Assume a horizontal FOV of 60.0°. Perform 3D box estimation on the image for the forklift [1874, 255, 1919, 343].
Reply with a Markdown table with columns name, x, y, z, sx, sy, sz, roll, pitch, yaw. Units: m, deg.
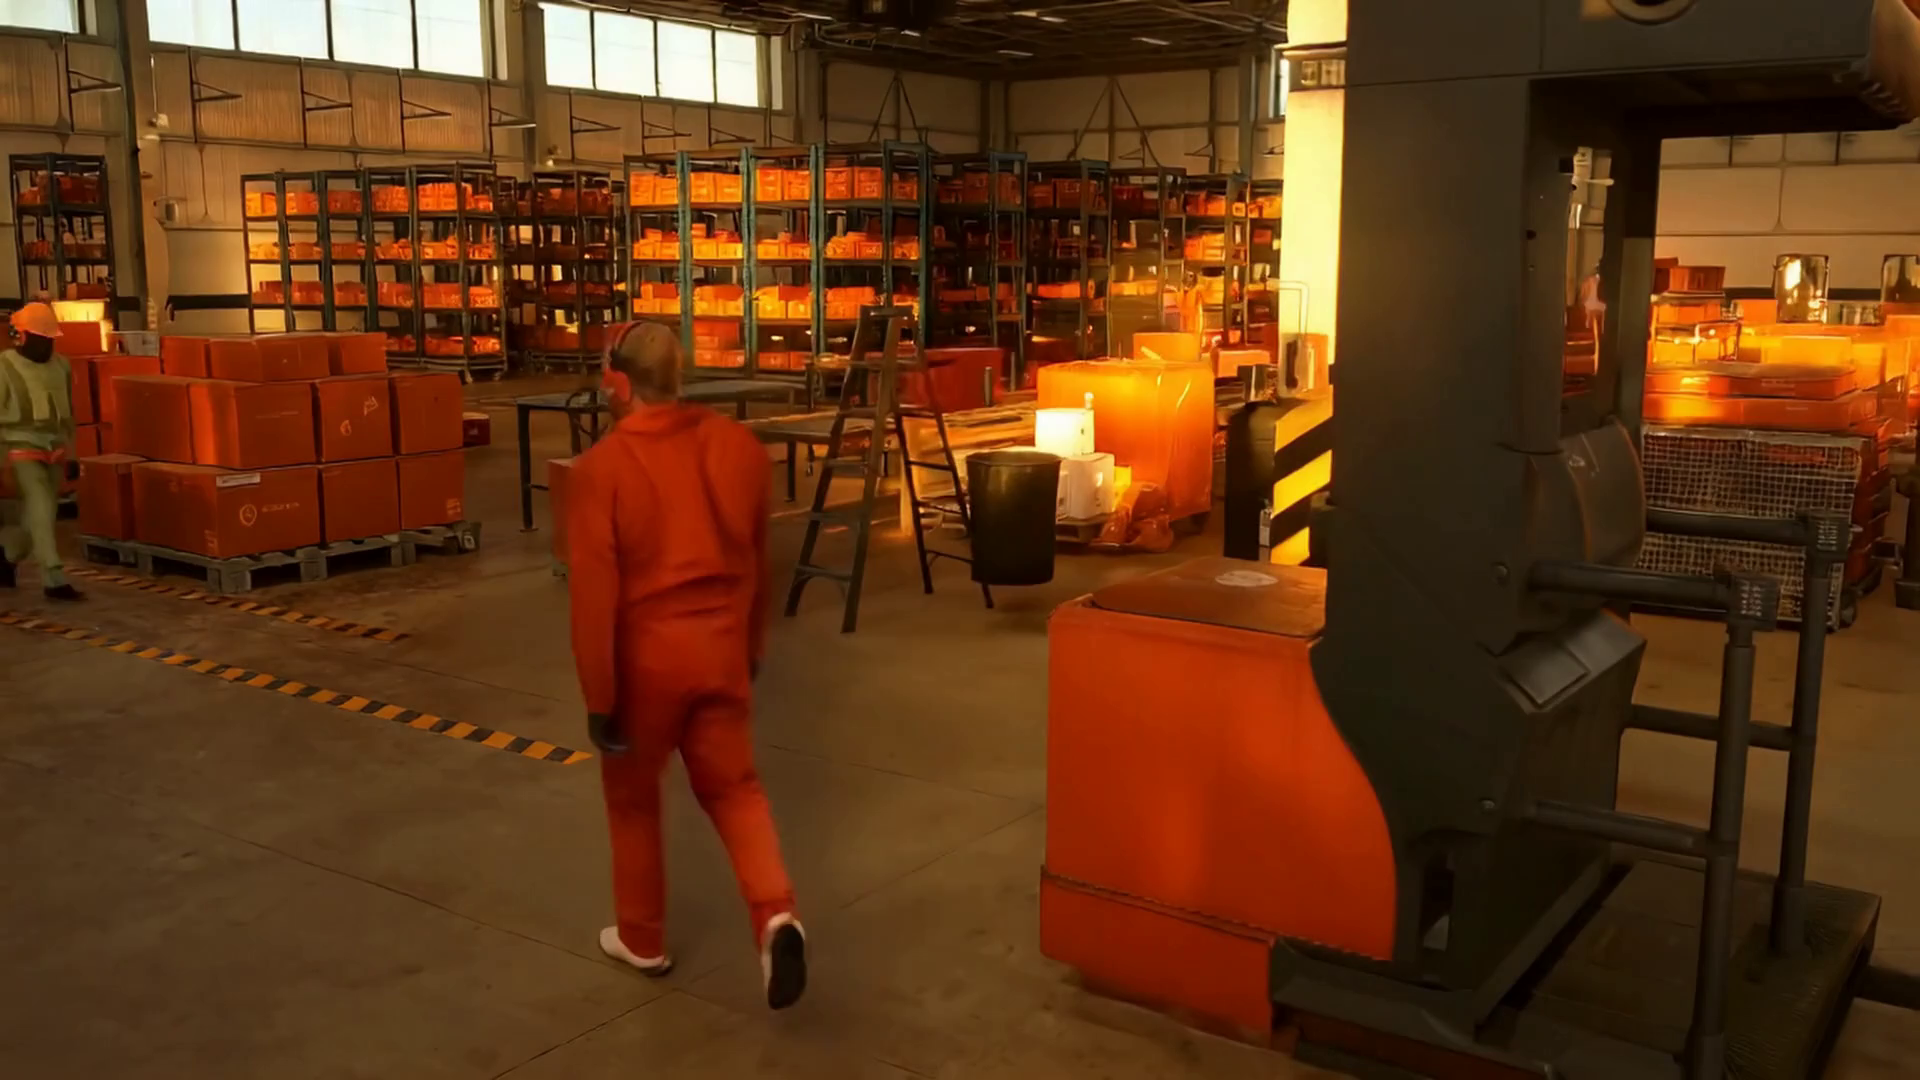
| name | x | y | z | sx | sy | sz | roll | pitch | yaw |
| --- | --- | --- | --- | --- | --- | --- | --- | --- | --- |
| forklift | 22.089 | -5.634 | 38.796 | 1.157 | 1.987 | 2.680 | 6 | 11 | 33 |

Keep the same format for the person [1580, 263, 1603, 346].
| name | x | y | z | sx | sy | sz | roll | pitch | yaw |
| --- | --- | --- | --- | --- | --- | --- | --- | --- | --- |
| person | 15.029 | -5.586 | 39.529 | 0.541 | 1.964 | 0.781 | -5 | 11 | -28 |

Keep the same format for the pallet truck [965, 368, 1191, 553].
| name | x | y | z | sx | sy | sz | roll | pitch | yaw |
| --- | --- | --- | --- | --- | --- | --- | --- | --- | --- |
| pallet truck | 0.845 | -0.609 | 11.869 | 1.630 | 1.274 | 0.653 | 7 | 12 | 35 |

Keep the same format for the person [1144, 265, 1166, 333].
| name | x | y | z | sx | sy | sz | roll | pitch | yaw |
| --- | --- | --- | --- | --- | --- | --- | --- | --- | --- |
| person | 3.631 | -4.033 | 30.160 | 0.930 | 2.014 | 0.619 | 5 | 11 | 28 |

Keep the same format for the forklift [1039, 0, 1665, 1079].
| name | x | y | z | sx | sy | sz | roll | pitch | yaw |
| --- | --- | --- | --- | --- | --- | --- | --- | --- | --- |
| forklift | 1.249 | -0.137 | 4.360 | 1.873 | 2.768 | 1.129 | 7 | 12 | 35 |

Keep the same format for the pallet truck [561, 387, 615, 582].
| name | x | y | z | sx | sy | sz | roll | pitch | yaw |
| --- | --- | --- | --- | --- | --- | --- | --- | --- | --- |
| pallet truck | -1.981 | -0.274 | 10.088 | 0.680 | 1.201 | 1.601 | -5 | 11 | -28 |

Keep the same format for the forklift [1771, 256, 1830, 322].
| name | x | y | z | sx | sy | sz | roll | pitch | yaw |
| --- | --- | --- | --- | --- | --- | --- | --- | --- | --- |
| forklift | 20.253 | -5.854 | 40.139 | 1.157 | 1.987 | 2.680 | 7 | 12 | 35 |

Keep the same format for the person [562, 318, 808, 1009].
| name | x | y | z | sx | sy | sz | roll | pitch | yaw |
| --- | --- | --- | --- | --- | --- | --- | --- | --- | --- |
| person | -0.748 | 0.340 | 4.510 | 0.647 | 1.874 | 0.814 | -7 | 12 | -37 |

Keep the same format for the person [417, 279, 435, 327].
| name | x | y | z | sx | sy | sz | roll | pitch | yaw |
| --- | --- | --- | --- | --- | --- | --- | --- | --- | --- |
| person | -11.633 | -4.863 | 36.012 | 0.616 | 1.701 | 0.399 | 0 | 10 | 3 |

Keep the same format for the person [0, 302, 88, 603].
| name | x | y | z | sx | sy | sz | roll | pitch | yaw |
| --- | --- | --- | --- | --- | --- | --- | --- | --- | --- |
| person | -5.580 | -0.523 | 9.927 | 0.786 | 1.789 | 0.611 | 3 | 10 | 17 |

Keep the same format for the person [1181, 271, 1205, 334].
| name | x | y | z | sx | sy | sz | roll | pitch | yaw |
| --- | --- | --- | --- | --- | --- | --- | --- | --- | --- |
| person | 3.768 | -3.421 | 26.981 | 0.390 | 1.849 | 0.566 | -1 | 10 | -9 |
